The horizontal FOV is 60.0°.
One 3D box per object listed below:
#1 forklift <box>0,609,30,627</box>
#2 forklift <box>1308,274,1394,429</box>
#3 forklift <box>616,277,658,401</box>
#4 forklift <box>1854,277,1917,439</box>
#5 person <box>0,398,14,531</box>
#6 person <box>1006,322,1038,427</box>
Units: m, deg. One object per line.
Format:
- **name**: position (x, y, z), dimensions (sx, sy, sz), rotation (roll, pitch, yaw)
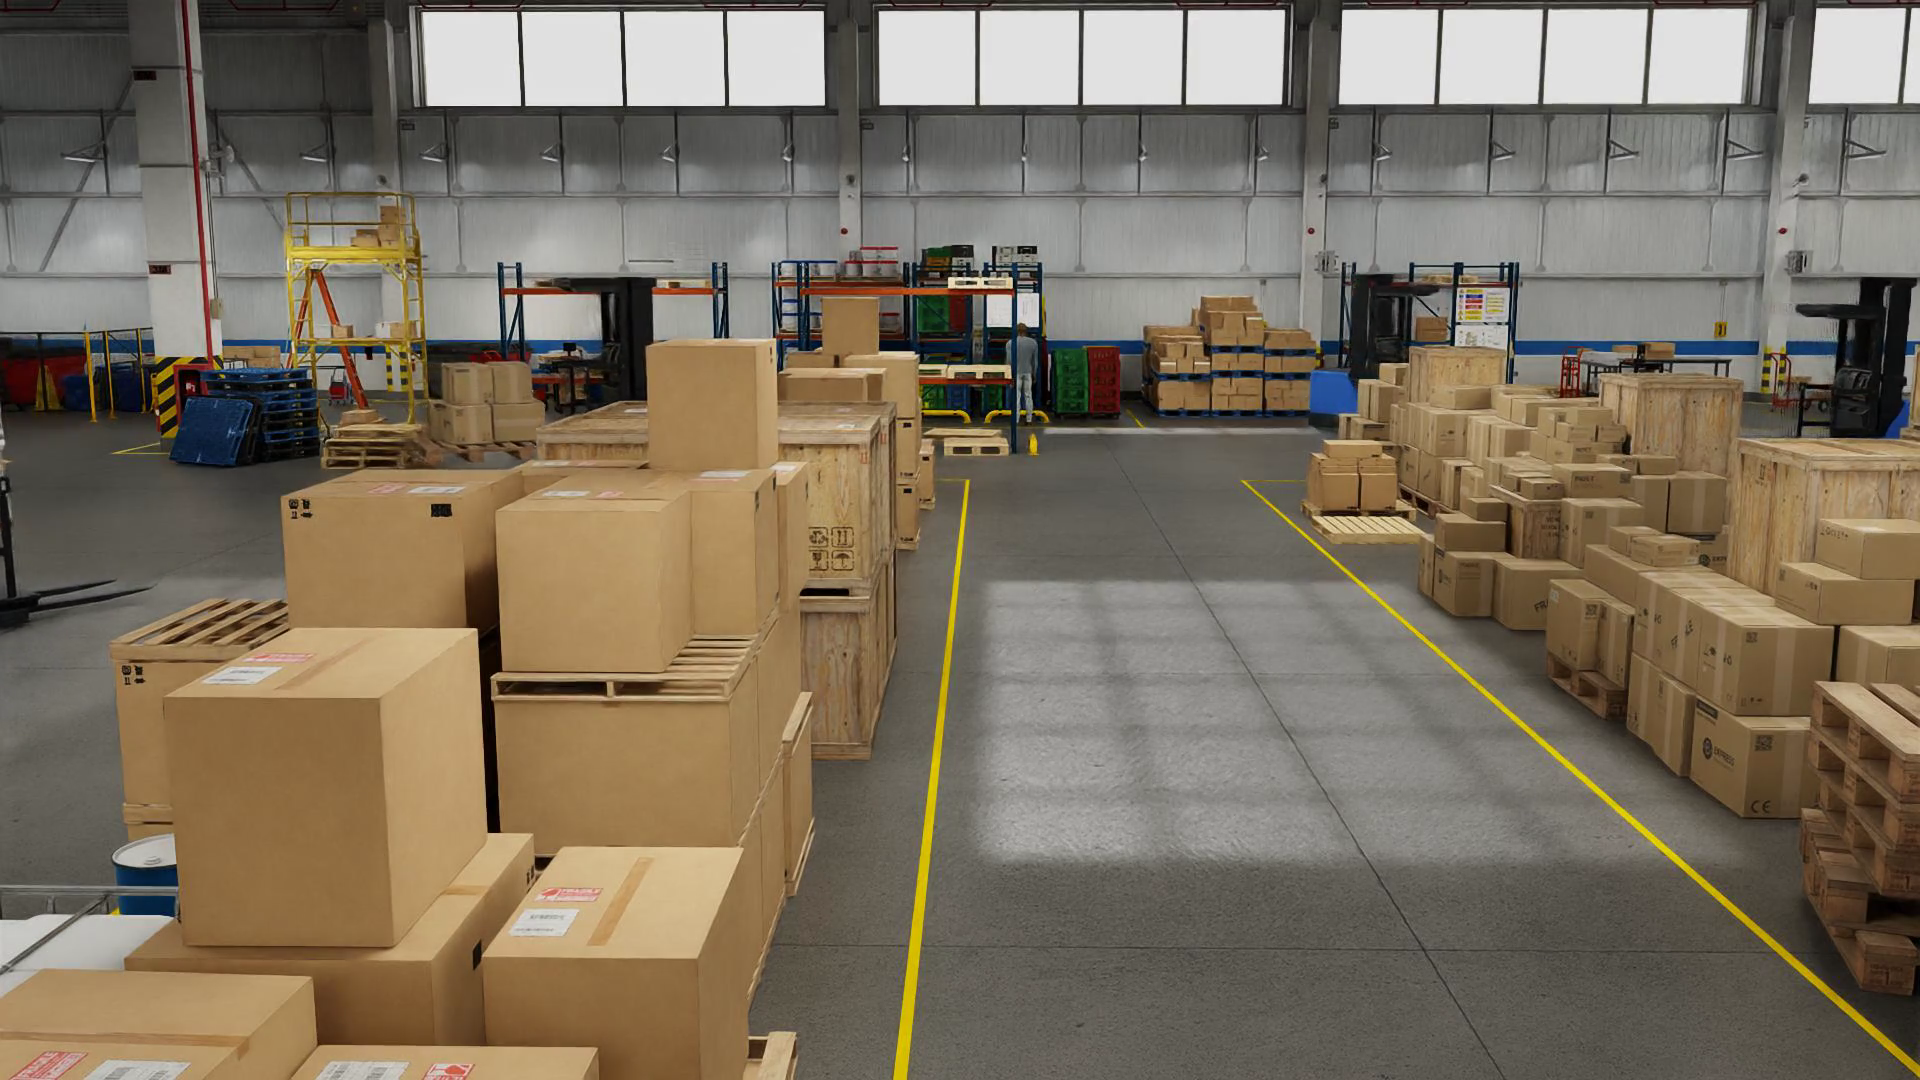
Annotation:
- **forklift**: position (-8.754, -0.597, 13.211), dimensions (1.129, 2.768, 1.873), rotation (7, 12, 36)
- **forklift**: position (7.335, -3.367, 29.802), dimensions (1.873, 2.768, 1.129), rotation (9, 13, 42)
- **forklift**: position (-4.575, -2.346, 23.687), dimensions (1.873, 2.768, 1.129), rotation (-4, 10, -25)
- **forklift**: position (13.221, -2.381, 23.896), dimensions (1.873, 2.768, 1.129), rotation (0, 9, 1)
- **person**: position (-11.031, -1.040, 18.864), dimensions (0.339, 1.878, 0.571), rotation (-1, 10, -6)
- **person**: position (1.126, -3.043, 30.676), dimensions (0.638, 1.938, 0.357), rotation (-4, 10, -20)
